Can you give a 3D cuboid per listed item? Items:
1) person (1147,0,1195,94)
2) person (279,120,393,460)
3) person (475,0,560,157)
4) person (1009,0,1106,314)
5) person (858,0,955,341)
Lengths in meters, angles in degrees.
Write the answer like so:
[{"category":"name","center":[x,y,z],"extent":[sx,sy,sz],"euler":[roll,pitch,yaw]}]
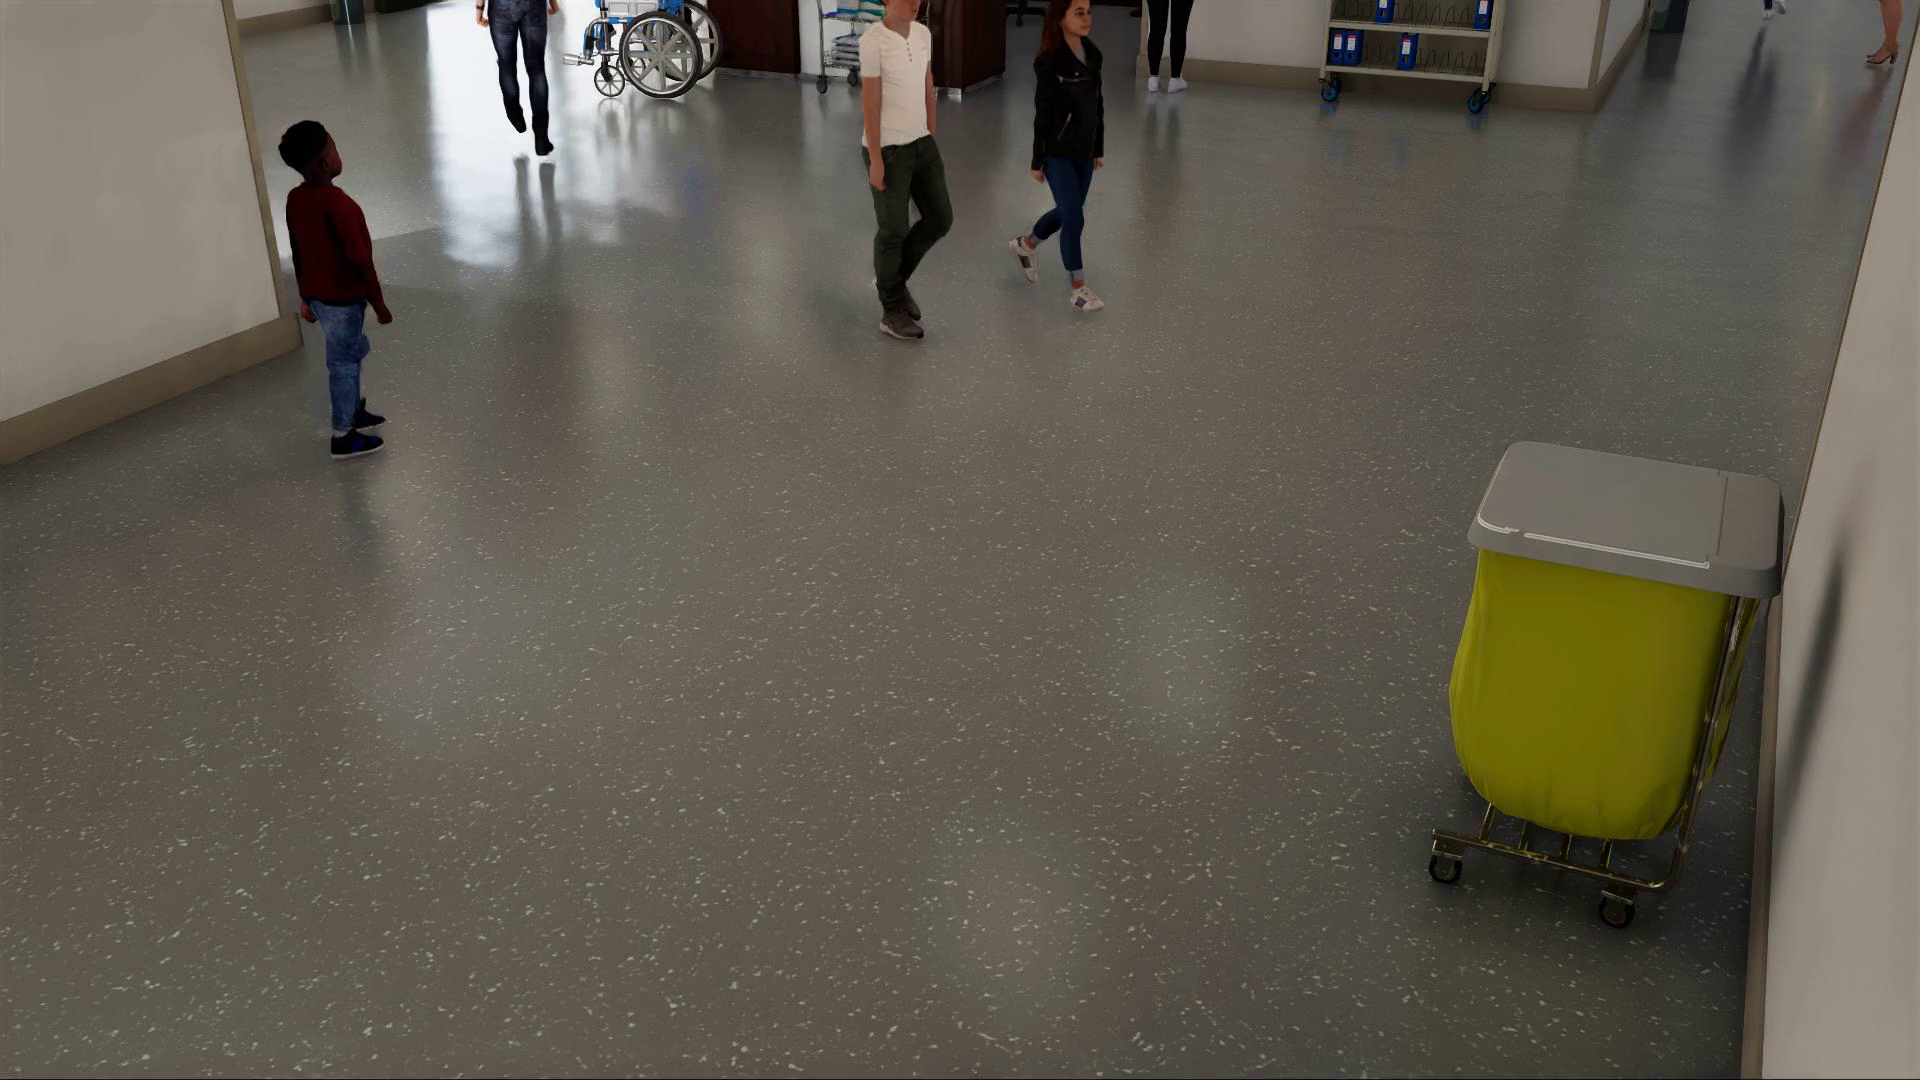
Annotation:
[{"category":"person","center":[1.603,-4.243,12.605],"extent":[0.580,1.637,0.705],"euler":[6,26,13]},{"category":"person","center":[-2.341,-0.891,6.101],"extent":[0.546,1.249,0.621],"euler":[20,32,35]},{"category":"person","center":[-2.791,-3.359,10.515],"extent":[1.221,1.860,1.220],"euler":[-6,26,-13]},{"category":"person","center":[0.457,-1.831,7.806],"extent":[0.781,1.461,1.010],"euler":[-23,34,-39]},{"category":"person","center":[-0.318,-1.717,7.360],"extent":[0.709,1.643,0.772],"euler":[-21,33,-36]}]
